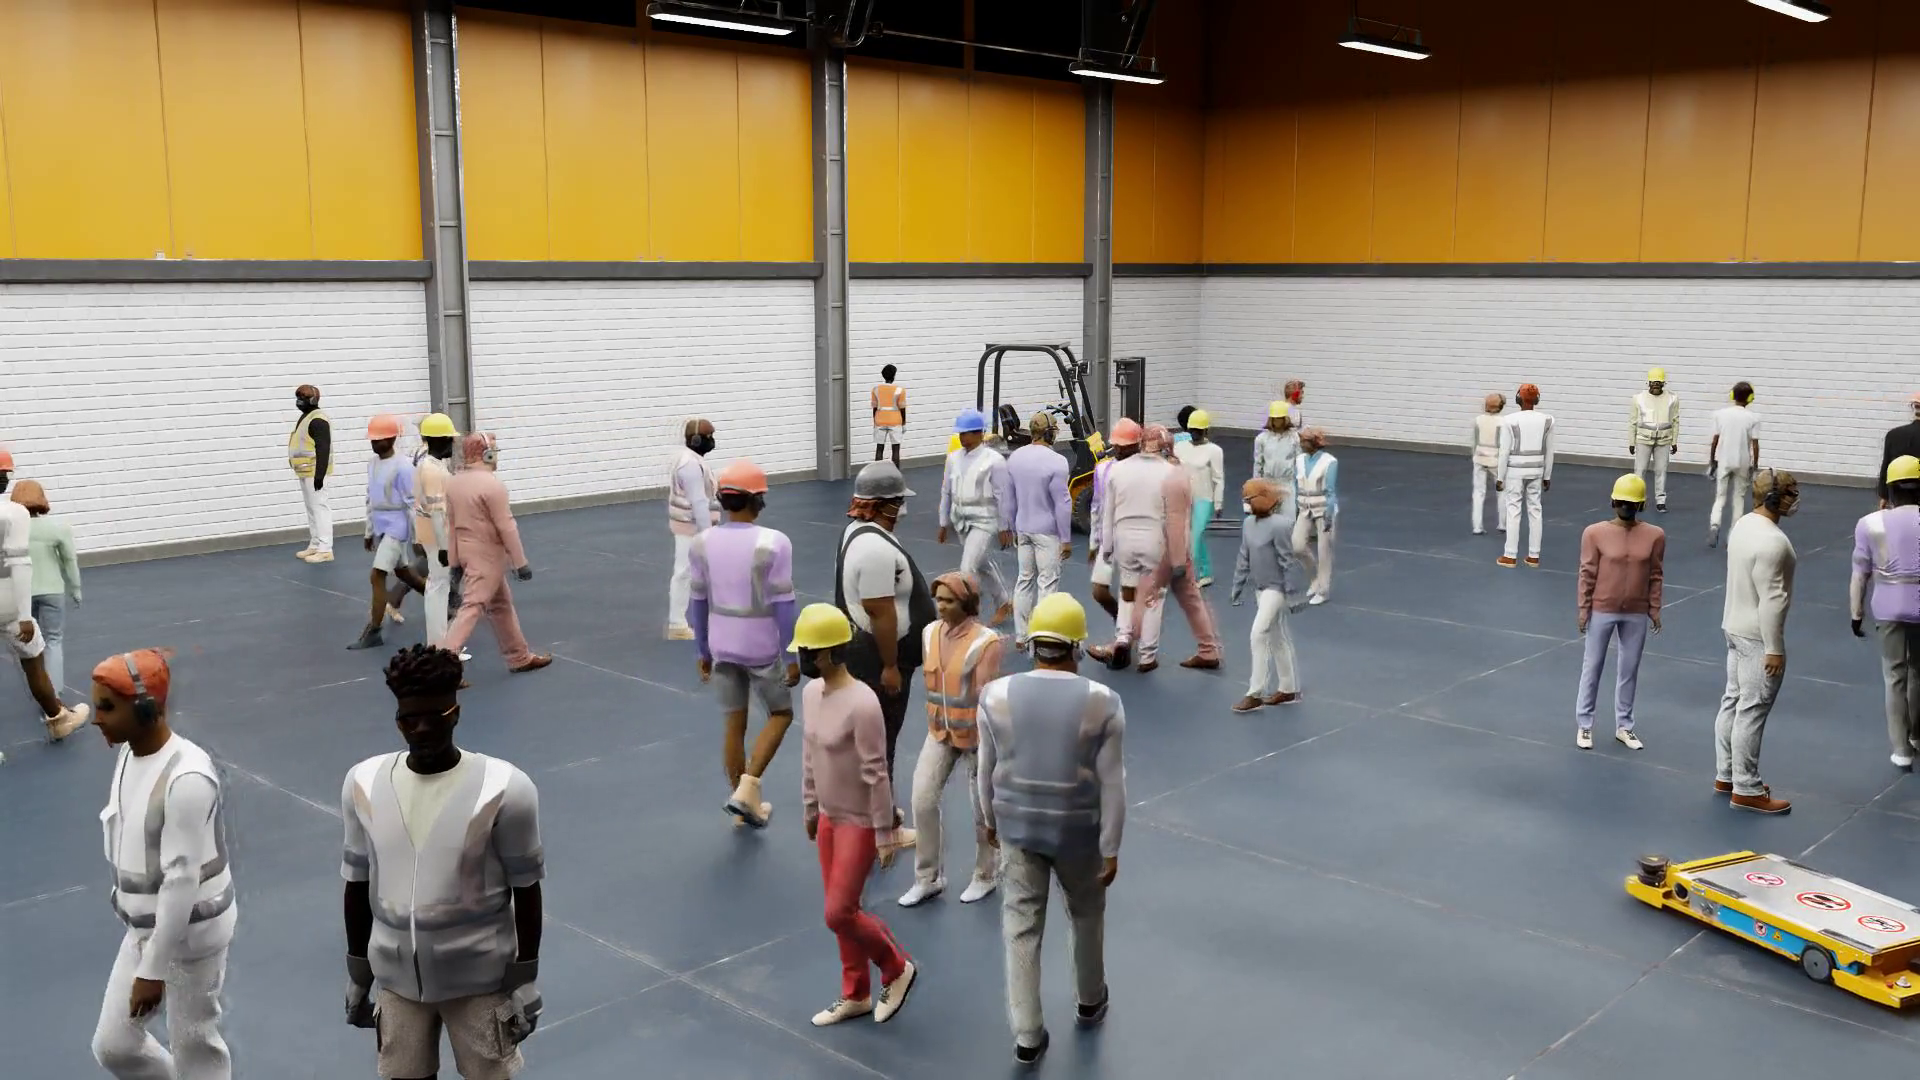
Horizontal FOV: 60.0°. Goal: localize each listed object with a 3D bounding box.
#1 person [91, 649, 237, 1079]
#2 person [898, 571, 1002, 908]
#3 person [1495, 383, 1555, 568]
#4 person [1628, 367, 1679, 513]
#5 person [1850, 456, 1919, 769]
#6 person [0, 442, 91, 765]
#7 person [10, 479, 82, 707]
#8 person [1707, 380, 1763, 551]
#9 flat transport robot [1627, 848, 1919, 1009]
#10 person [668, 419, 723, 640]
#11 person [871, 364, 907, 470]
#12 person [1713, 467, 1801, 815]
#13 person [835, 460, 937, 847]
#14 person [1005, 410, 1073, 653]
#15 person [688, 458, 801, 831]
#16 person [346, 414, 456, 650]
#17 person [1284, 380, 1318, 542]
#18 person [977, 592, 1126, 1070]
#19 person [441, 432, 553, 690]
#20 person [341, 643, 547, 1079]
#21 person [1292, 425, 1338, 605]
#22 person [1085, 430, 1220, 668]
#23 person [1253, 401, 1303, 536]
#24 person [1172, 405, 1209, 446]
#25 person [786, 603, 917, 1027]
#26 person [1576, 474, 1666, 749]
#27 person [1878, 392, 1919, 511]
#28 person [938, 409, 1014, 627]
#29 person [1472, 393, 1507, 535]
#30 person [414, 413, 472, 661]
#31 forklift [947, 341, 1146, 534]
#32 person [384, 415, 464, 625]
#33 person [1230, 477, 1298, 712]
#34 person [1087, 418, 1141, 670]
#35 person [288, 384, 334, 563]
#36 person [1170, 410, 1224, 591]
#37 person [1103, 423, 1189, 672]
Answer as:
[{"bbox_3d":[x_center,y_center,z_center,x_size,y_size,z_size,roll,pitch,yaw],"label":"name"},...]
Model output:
[{"bbox_3d":[-2.523,1.259,5.242,0.570,1.868,0.449,8,12,39],"label":"person"},{"bbox_3d":[-0.037,0.956,7.838,0.521,1.616,0.628,7,12,39],"label":"person"},{"bbox_3d":[5.736,-0.655,16.919,0.584,1.882,0.346,-1,9,-6],"label":"person"},{"bbox_3d":[8.646,-1.246,20.741,0.591,1.825,0.403,2,9,11],"label":"person"},{"bbox_3d":[5.823,0.424,10.286,0.612,1.883,0.849,3,10,19],"label":"person"},{"bbox_3d":[-5.894,0.376,10.264,0.637,1.987,1.027,2,9,9],"label":"person"},{"bbox_3d":[-6.347,0.380,11.435,0.522,1.626,0.556,-4,10,-23],"label":"person"},{"bbox_3d":[8.256,-0.779,17.790,0.535,1.845,0.538,7,12,37],"label":"person"},{"bbox_3d":[3.799,1.689,7.482,0.652,0.197,1.431,-4,10,-24],"label":"flat transport robot"},{"bbox_3d":[-2.057,-0.079,13.594,0.780,1.814,0.623,0,9,-2],"label":"person"},{"bbox_3d":[-0.998,-1.635,23.531,0.523,1.690,0.320,2,10,15],"label":"person"},{"bbox_3d":[4.488,0.553,9.348,0.370,1.940,0.630,1,9,8],"label":"person"},{"bbox_3d":[-0.387,0.585,8.838,0.536,2.000,0.672,-3,10,-16],"label":"person"},{"bbox_3d":[0.633,-0.044,13.006,0.362,1.939,0.635,-9,13,-43],"label":"person"},{"bbox_3d":[-1.145,0.577,8.907,0.631,2.033,0.446,4,10,22],"label":"person"},{"bbox_3d":[-4.553,-0.091,13.522,0.538,1.896,0.992,9,13,43],"label":"person"},{"bbox_3d":[3.693,-0.862,18.415,0.927,1.797,0.592,-2,10,-14],"label":"person"},{"bbox_3d":[0.370,1.086,6.505,0.596,1.804,0.790,2,9,11],"label":"person"},{"bbox_3d":[-3.489,0.137,12.177,1.035,1.859,0.637,-8,12,-40],"label":"person"},{"bbox_3d":[-1.530,1.262,4.907,0.614,1.965,0.361,1,9,6],"label":"person"},{"bbox_3d":[3.212,-0.221,15.046,0.365,1.613,0.540,-8,12,-39],"label":"person"},{"bbox_3d":[1.498,0.080,12.544,1.030,1.835,0.663,2,9,11],"label":"person"},{"bbox_3d":[3.174,-0.528,16.615,0.501,1.727,0.357,2,9,10],"label":"person"},{"bbox_3d":[2.300,-0.544,16.975,0.534,1.659,0.889,7,12,38],"label":"person"},{"bbox_3d":[-0.462,1.105,6.540,0.416,1.745,0.551,-6,11,-33],"label":"person"},{"bbox_3d":[4.167,0.453,10.492,0.526,1.765,0.330,0,9,3],"label":"person"},{"bbox_3d":[8.767,-0.395,15.122,0.930,1.947,0.613,-5,11,-28],"label":"person"},{"bbox_3d":[0.146,-0.152,13.834,0.624,1.899,1.033,9,13,42],"label":"person"},{"bbox_3d":[6.122,-0.874,19.074,0.530,1.615,0.690,9,13,44],"label":"person"},{"bbox_3d":[-4.027,-0.021,12.900,0.366,1.927,0.585,-4,10,-21],"label":"person"},{"bbox_3d":[0.977,-1.223,19.452,2.313,2.155,1.214,2,9,11],"label":"forklift"},{"bbox_3d":[-4.588,-0.175,14.228,0.877,1.818,0.517,-6,11,-33],"label":"person"},{"bbox_3d":[2.048,0.372,11.466,0.688,1.599,0.508,-3,10,-17],"label":"person"},{"bbox_3d":[1.239,0.025,12.626,0.575,1.923,0.479,6,11,32],"label":"person"},{"bbox_3d":[-6.737,-0.693,17.279,0.429,1.843,0.634,-6,11,-34],"label":"person"},{"bbox_3d":[2.149,-0.350,15.541,0.535,1.721,0.894,9,13,42],"label":"person"},{"bbox_3d":[1.410,0.061,12.522,0.662,1.886,0.419,4,10,22],"label":"person"}]
